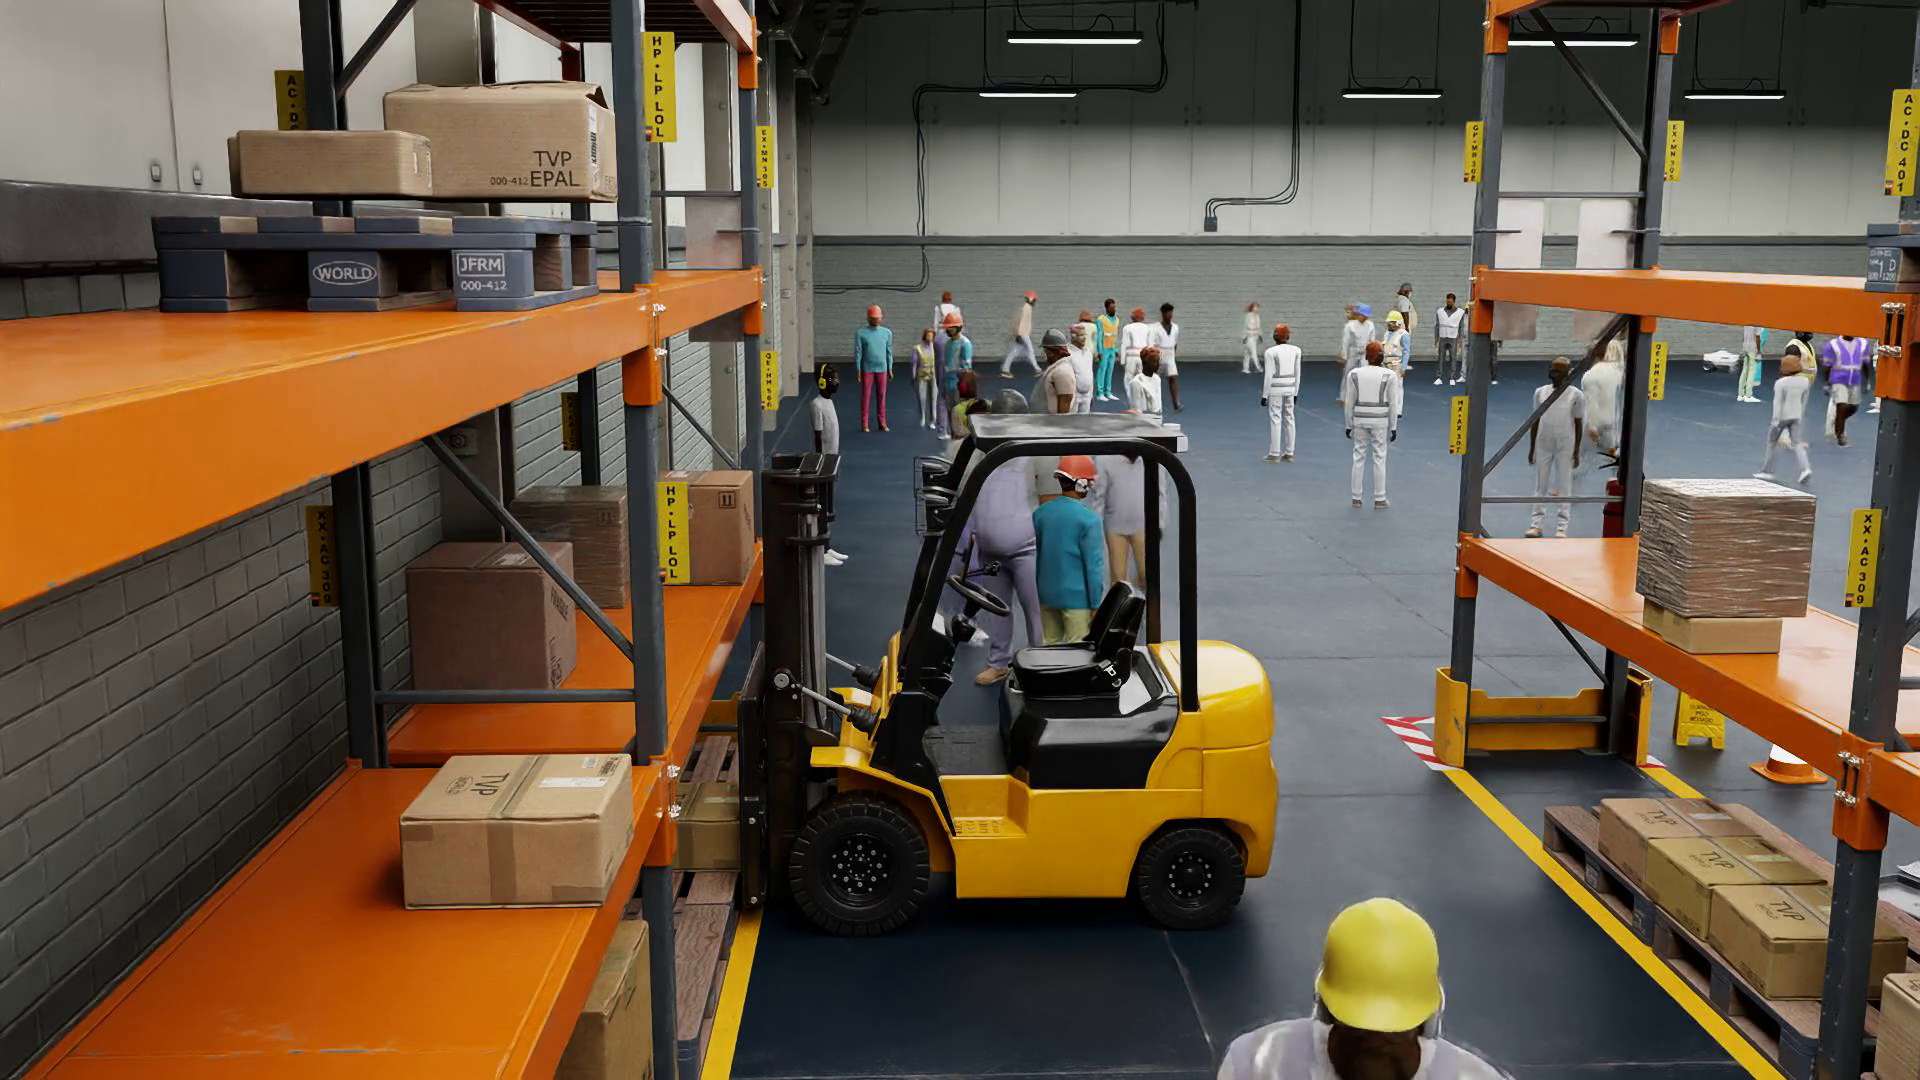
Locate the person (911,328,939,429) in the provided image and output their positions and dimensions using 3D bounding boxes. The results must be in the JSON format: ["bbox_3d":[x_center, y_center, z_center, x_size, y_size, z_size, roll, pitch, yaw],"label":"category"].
[{"bbox_3d":[-0.506,-2.577,26.584,0.546,1.617,0.373,-1,10,-5],"label":"person"}]

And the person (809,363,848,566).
[{"bbox_3d":[-1.229,-0.703,15.454,0.328,1.872,0.513,1,10,6],"label":"person"}]

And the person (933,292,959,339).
[{"bbox_3d":[-0.324,-4.675,37.609,0.589,1.865,0.603,-3,11,-15],"label":"person"}]

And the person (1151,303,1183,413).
[{"bbox_3d":[3.578,-3.208,29.297,0.624,1.911,1.026,-5,11,-24],"label":"person"}]

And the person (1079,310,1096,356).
[{"bbox_3d":[2.503,-3.842,33.649,0.526,1.613,0.403,-4,11,-23],"label":"person"}]

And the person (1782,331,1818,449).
[{"bbox_3d":[12.146,-2.233,24.057,0.429,1.843,0.633,10,14,43],"label":"person"}]

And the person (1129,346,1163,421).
[{"bbox_3d":[2.006,-1.148,17.930,0.352,1.878,0.567,6,12,30],"label":"person"}]

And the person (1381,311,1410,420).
[{"bbox_3d":[7.274,-2.928,27.950,0.404,1.830,0.602,-5,11,-24],"label":"person"}]

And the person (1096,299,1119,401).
[{"bbox_3d":[2.778,-3.583,31.363,0.397,1.919,0.590,9,14,42],"label":"person"}]

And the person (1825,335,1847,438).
[{"bbox_3d":[13.455,-2.472,25.417,0.341,1.838,0.501,4,11,22],"label":"person"}]

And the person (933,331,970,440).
[{"bbox_3d":[-0.093,-2.441,25.066,0.645,1.900,0.399,6,12,30],"label":"person"}]

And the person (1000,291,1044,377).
[{"bbox_3d":[1.388,-4.529,36.693,1.113,1.903,0.622,-1,10,-7],"label":"person"}]

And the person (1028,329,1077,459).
[{"bbox_3d":[1.010,-1.295,18.275,0.535,2.000,0.686,0,10,-1],"label":"person"}]

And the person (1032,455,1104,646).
[{"bbox_3d":[0.677,0.327,10.075,0.359,1.743,0.563,-8,13,-38],"label":"person"}]

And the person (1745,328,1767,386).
[{"bbox_3d":[16.563,-4.115,34.572,0.357,1.835,0.516,6,12,28],"label":"person"}]

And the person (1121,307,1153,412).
[{"bbox_3d":[3.072,-3.098,28.823,0.596,1.861,0.485,-2,10,-12],"label":"person"}]

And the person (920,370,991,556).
[{"bbox_3d":[0.050,-0.684,15.539,0.964,1.791,0.582,10,14,43],"label":"person"}]

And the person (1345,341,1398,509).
[{"bbox_3d":[4.615,-1.288,18.671,0.584,1.882,0.337,5,11,27],"label":"person"}]

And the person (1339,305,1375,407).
[{"bbox_3d":[7.155,-3.269,29.787,0.623,1.859,1.021,-2,10,-13],"label":"person"}]

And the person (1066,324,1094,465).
[{"bbox_3d":[1.562,-1.923,22.181,0.399,1.901,0.646,10,14,44],"label":"person"}]

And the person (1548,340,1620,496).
[{"bbox_3d":[7.244,-1.320,18.856,0.634,1.898,1.005,-8,13,-37],"label":"person"}]

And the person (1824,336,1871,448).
[{"bbox_3d":[12.944,-2.331,24.343,0.667,1.935,0.730,1,10,7],"label":"person"}]

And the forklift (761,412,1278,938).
[{"bbox_3d":[0.291,0.548,7.580,2.313,2.155,1.214,0,10,-2],"label":"forklift"}]

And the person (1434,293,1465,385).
[{"bbox_3d":[10.242,-4.204,34.840,0.587,1.914,0.390,5,11,25],"label":"person"}]

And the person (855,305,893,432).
[{"bbox_3d":[-1.349,-2.694,26.198,0.622,1.991,0.389,-4,11,-19],"label":"person"}]

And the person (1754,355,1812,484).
[{"bbox_3d":[10.313,-1.509,20.698,0.499,1.596,0.771,-2,10,-9],"label":"person"}]

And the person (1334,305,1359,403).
[{"bbox_3d":[7.232,-3.462,30.969,0.796,1.811,0.540,-2,10,-11],"label":"person"}]

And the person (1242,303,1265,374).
[{"bbox_3d":[6.692,-4.545,37.571,0.807,1.599,0.541,9,14,42],"label":"person"}]

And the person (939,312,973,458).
[{"bbox_3d":[-0.078,-2.109,22.816,0.396,2.037,0.612,-7,12,-32],"label":"person"}]

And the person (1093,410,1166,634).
[{"bbox_3d":[1.274,-0.111,12.513,0.564,1.738,0.379,0,10,0],"label":"person"}]

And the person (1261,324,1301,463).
[{"bbox_3d":[4.350,-1.985,22.557,0.572,1.883,0.354,-5,11,-24],"label":"person"}]

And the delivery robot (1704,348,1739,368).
[{"bbox_3d":[17.417,-4.148,38.037,0.707,0.478,0.477,7,12,37],"label":"delivery robot"}]

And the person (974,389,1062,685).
[{"bbox_3d":[0.336,-0.001,11.063,0.684,2.000,0.536,9,13,40],"label":"person"}]

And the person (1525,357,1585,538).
[{"bbox_3d":[5.982,-0.915,16.719,0.525,1.839,0.334,7,12,35],"label":"person"}]

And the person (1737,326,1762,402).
[{"bbox_3d":[14.826,-3.511,31.126,0.327,1.863,0.511,-1,10,-7],"label":"person"}]

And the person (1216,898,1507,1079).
[{"bbox_3d":[0.742,1.539,3.105,0.625,1.814,0.515,3,10,14],"label":"person"}]

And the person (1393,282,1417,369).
[{"bbox_3d":[10.472,-5.037,39.119,0.537,2.000,0.679,-1,10,-4],"label":"person"}]
